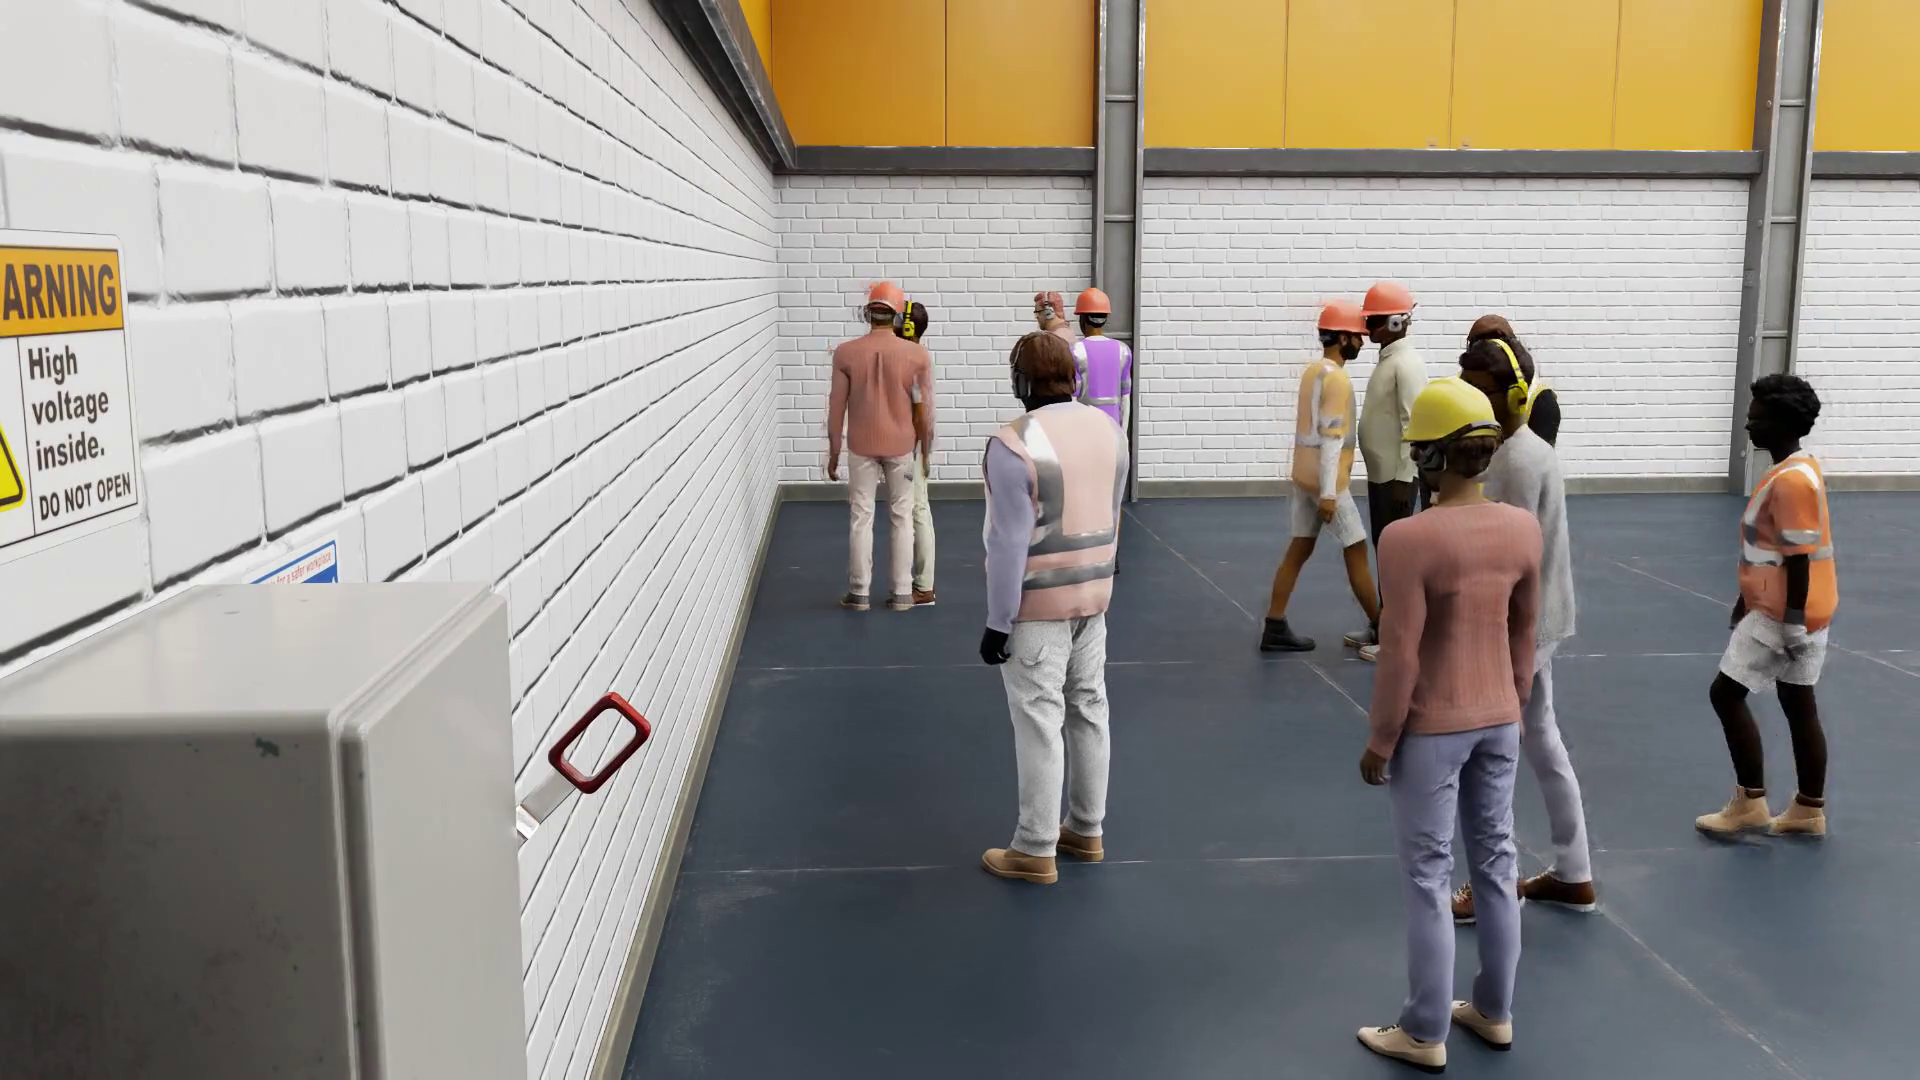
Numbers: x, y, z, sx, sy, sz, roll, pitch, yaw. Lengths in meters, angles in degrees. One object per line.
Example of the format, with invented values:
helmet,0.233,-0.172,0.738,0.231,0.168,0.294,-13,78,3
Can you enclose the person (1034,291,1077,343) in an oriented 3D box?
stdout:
person,0.699,-0.959,12.825,0.407,1.902,0.639,1,9,9

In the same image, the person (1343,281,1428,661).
person,2.251,-0.360,8.767,0.401,1.989,0.623,0,9,1

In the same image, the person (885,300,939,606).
person,-0.299,-0.527,10.197,0.326,1.874,0.518,1,9,4

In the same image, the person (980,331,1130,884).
person,0.288,0.225,5.584,0.430,1.841,0.624,9,13,43

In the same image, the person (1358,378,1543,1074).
person,1.242,0.470,4.272,0.533,1.765,0.330,-5,10,-27

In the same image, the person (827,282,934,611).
person,-0.484,-0.551,10.051,0.652,1.981,0.416,0,9,-1

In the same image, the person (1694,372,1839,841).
person,2.871,0.251,5.917,0.558,1.681,0.546,6,11,31

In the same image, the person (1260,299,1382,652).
person,2.041,-0.320,8.829,0.896,1.887,0.558,-1,9,-5

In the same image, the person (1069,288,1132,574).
person,0.880,-0.717,11.182,0.552,1.936,0.359,-5,10,-28

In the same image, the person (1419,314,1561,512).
person,2.399,-0.112,7.673,0.633,1.846,0.429,8,12,41

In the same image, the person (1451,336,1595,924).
person,1.729,0.302,5.125,0.604,1.825,0.635,2,9,15
